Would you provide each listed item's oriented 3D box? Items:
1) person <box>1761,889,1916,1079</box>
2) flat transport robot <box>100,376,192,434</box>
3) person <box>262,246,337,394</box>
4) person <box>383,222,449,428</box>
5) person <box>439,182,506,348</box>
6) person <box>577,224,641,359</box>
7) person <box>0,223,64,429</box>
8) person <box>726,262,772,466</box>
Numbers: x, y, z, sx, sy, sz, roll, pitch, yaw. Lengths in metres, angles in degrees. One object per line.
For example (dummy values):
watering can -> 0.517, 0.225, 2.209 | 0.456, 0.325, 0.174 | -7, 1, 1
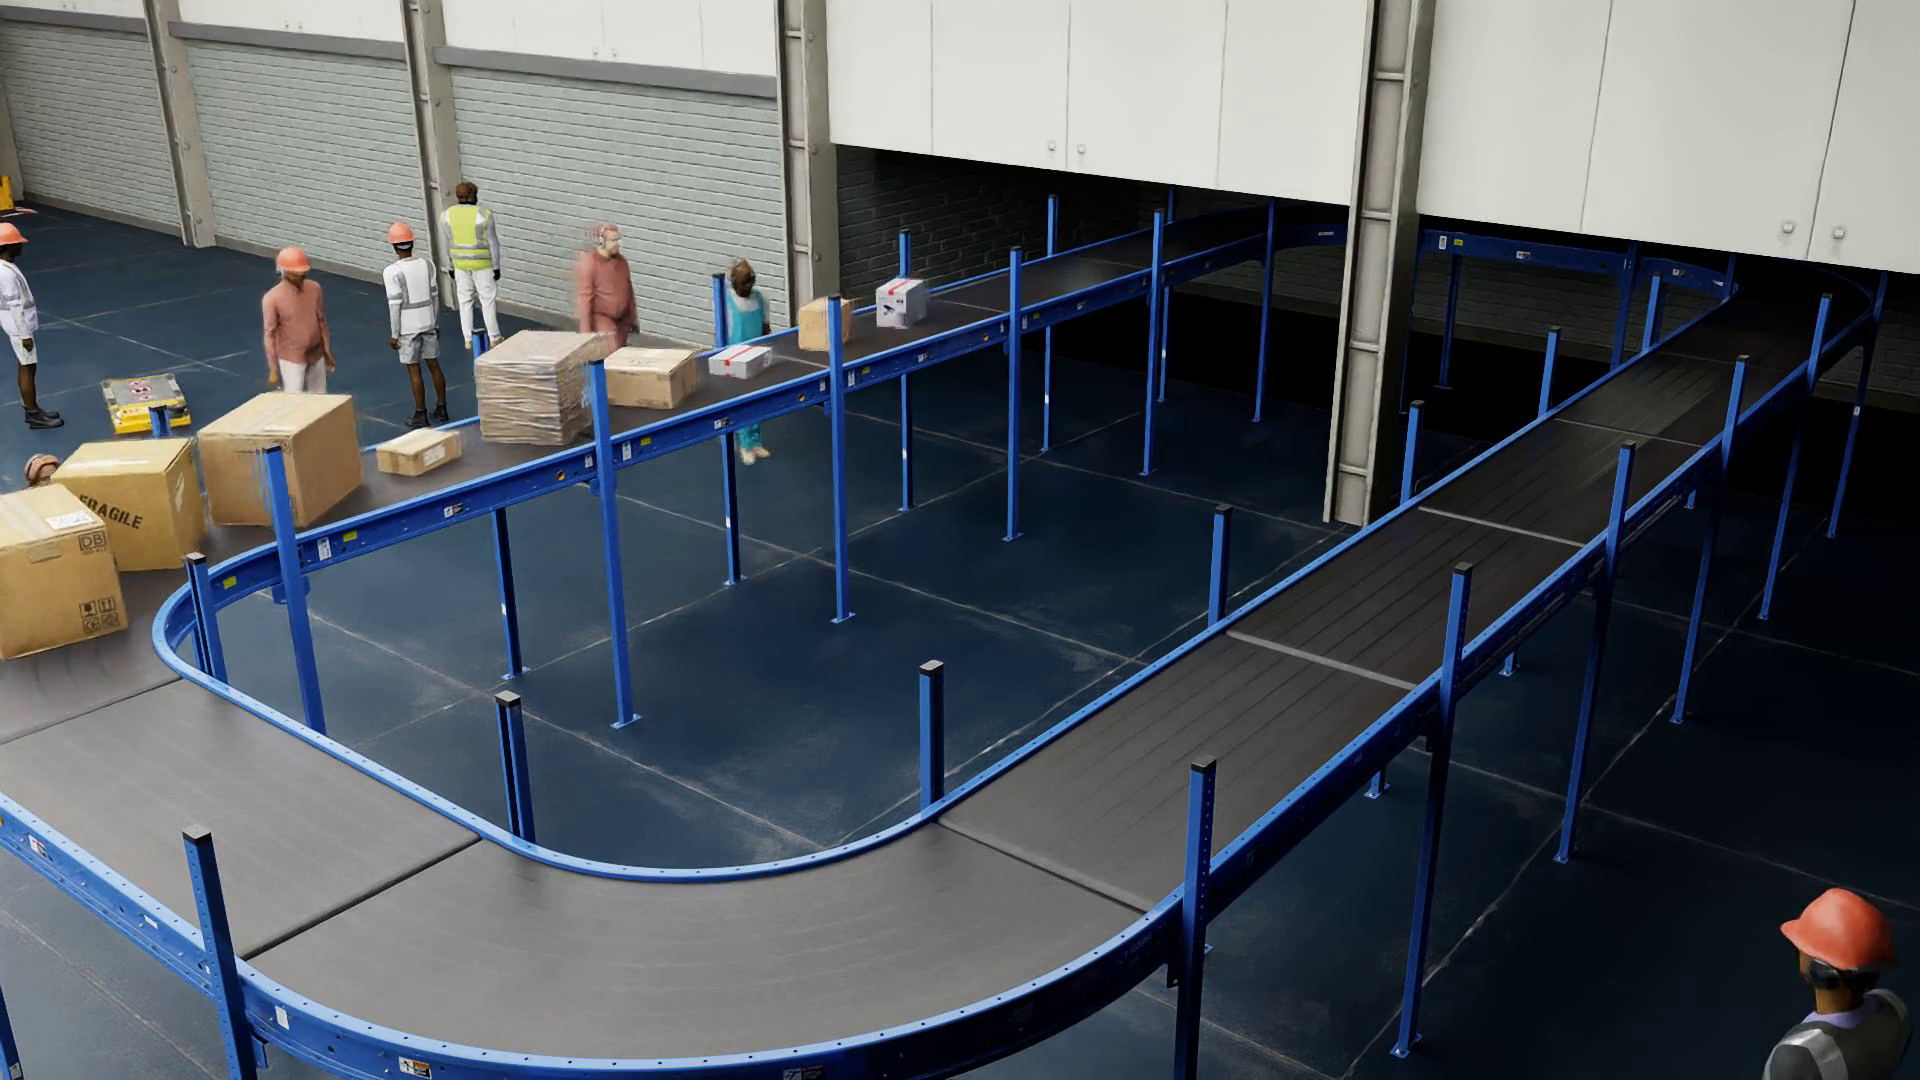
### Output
person -> 2.645, 2.017, 5.282 | 0.614, 2.040, 0.390 | -14, 26, -32
flat transport robot -> -7.960, -1.354, 16.228 | 0.652, 0.197, 1.431 | -12, 25, -28
person -> -5.815, -1.630, 14.663 | 0.463, 1.975, 0.671 | 11, 24, 26
person -> -5.156, -2.022, 15.690 | 0.377, 1.932, 0.548 | 15, 26, 34
person -> -5.372, -3.026, 18.369 | 0.624, 1.841, 0.430 | 2, 22, 4
person -> -3.276, -2.067, 15.862 | 0.620, 1.883, 0.685 | 11, 24, 25
person -> -8.810, -2.009, 15.653 | 0.360, 1.936, 0.552 | -13, 25, -31
person -> -1.871, -1.545, 14.645 | 0.497, 1.813, 0.579 | -16, 26, -34
